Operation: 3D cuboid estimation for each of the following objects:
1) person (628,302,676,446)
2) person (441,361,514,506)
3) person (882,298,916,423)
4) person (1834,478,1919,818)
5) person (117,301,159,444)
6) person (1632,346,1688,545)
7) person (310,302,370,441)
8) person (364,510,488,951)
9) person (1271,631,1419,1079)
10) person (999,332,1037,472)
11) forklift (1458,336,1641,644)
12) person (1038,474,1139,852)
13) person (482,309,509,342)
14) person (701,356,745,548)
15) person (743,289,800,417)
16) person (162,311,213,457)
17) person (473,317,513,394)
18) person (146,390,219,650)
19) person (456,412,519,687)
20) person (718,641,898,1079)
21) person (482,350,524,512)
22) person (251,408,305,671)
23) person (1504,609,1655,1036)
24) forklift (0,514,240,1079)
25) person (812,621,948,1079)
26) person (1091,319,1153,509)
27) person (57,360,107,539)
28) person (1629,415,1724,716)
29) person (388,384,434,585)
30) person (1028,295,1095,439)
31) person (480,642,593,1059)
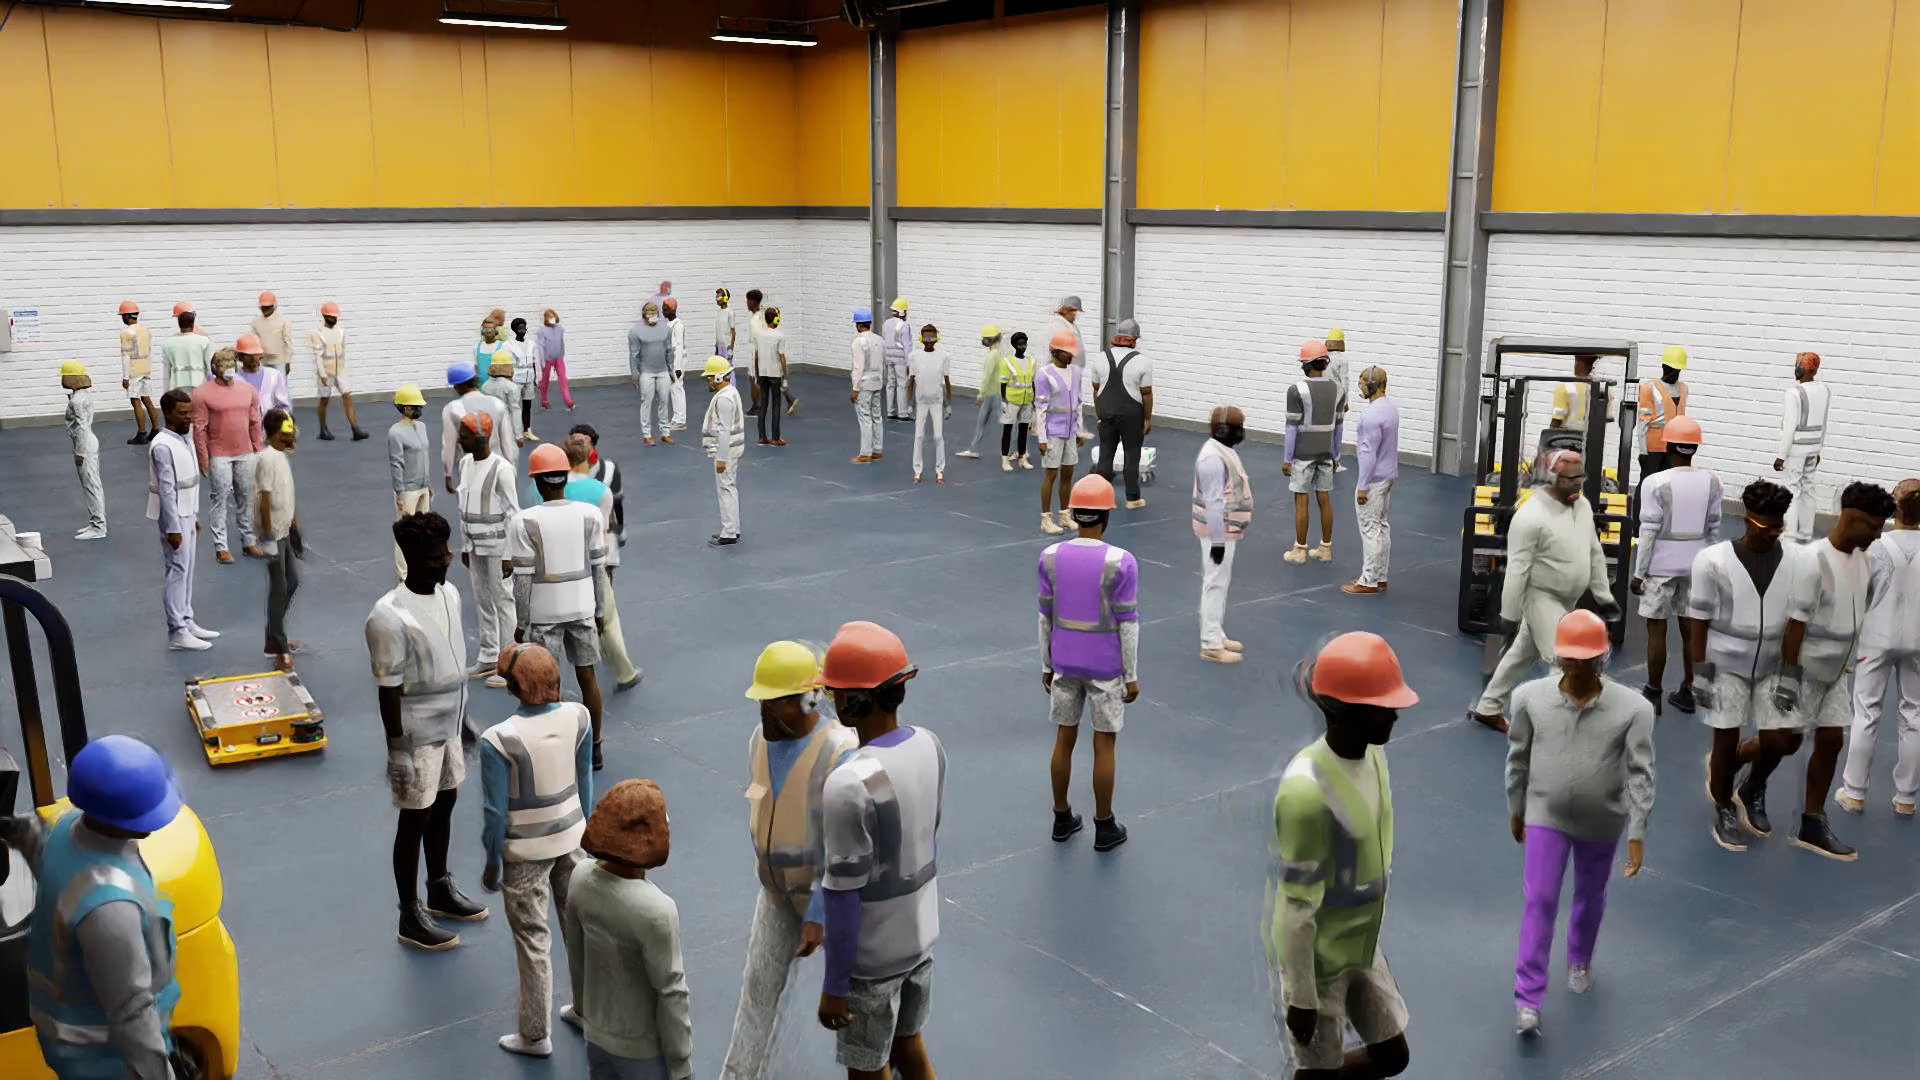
[{"bbox_3d":[-4.110,-2.219,22.238,0.641,1.927,0.385,-8,14,-35],"label":"person"},{"bbox_3d":[-4.162,-0.615,14.560,0.752,1.912,0.687,11,16,43],"label":"person"},{"bbox_3d":[-0.892,-2.643,24.508,0.404,1.829,0.600,-9,15,-38],"label":"person"},{"bbox_3d":[5.000,0.581,8.906,0.507,1.846,0.343,4,12,18],"label":"person"},{"bbox_3d":[-11.105,-2.253,22.412,0.395,1.925,0.543,2,12,8],"label":"person"},{"bbox_3d":[6.681,-0.886,15.811,0.584,1.918,0.381,-5,13,-25],"label":"person"},{"bbox_3d":[-8.452,-2.265,22.529,0.939,1.893,0.550,9,14,36],"label":"person"},{"bbox_3d":[-2.376,0.826,7.431,0.365,1.962,0.612,3,12,12],"label":"person"},{"bbox_3d":[1.166,1.264,5.153,0.448,2.031,0.622,8,14,35],"label":"person"},{"bbox_3d":[0.709,-1.678,20.170,0.535,1.697,0.321,-7,13,-29],"label":"person"},{"bbox_3d":[4.683,-0.471,13.136,1.214,2.155,2.313,4,12,20],"label":"forklift"},{"bbox_3d":[0.662,0.624,8.502,0.546,1.929,0.391,6,13,29],"label":"person"},{"bbox_3d":[-7.160,-2.765,25.679,0.586,1.602,0.353,8,14,35],"label":"person"},{"bbox_3d":[-2.256,-0.844,15.863,0.403,1.817,0.601,-1,12,-4],"label":"person"},{"bbox_3d":[-2.875,-2.800,25.006,0.833,1.944,0.625,3,12,13],"label":"person"},{"bbox_3d":[-9.510,-1.868,20.615,0.760,1.896,0.530,0,12,-2],"label":"person"},{"bbox_3d":[-5.745,-1.808,20.439,0.513,1.846,0.334,3,12,13],"label":"person"},{"bbox_3d":[-5.774,-0.154,12.281,0.395,1.917,0.590,-3,12,-12],"label":"person"},{"bbox_3d":[-3.212,0.061,11.324,0.577,1.881,0.349,10,16,41],"label":"person"},{"bbox_3d":[-0.544,1.224,5.976,0.589,1.779,0.959,9,15,38],"label":"person"},{"bbox_3d":[-4.750,-1.113,17.358,0.494,1.735,0.328,7,14,30],"label":"person"},{"bbox_3d":[-4.846,-0.008,11.805,0.342,1.832,0.651,-2,12,-8],"label":"person"},{"bbox_3d":[2.470,1.111,6.682,0.562,1.703,0.930,5,13,21],"label":"person"},{"bbox_3d":[-3.687,1.115,5.480,2.313,2.155,1.214,-9,15,-36],"label":"forklift"},{"bbox_3d":[-0.271,1.250,5.227,0.405,2.035,0.602,5,13,24],"label":"person"},{"bbox_3d":[1.765,-1.366,17.833,0.687,2.000,0.537,6,13,28],"label":"person"},{"bbox_3d":[-8.566,-0.883,16.222,0.294,1.744,0.491,-5,13,-21],"label":"person"},{"bbox_3d":[4.574,0.164,10.697,0.551,1.934,0.373,-2,12,-8],"label":"person"},{"bbox_3d":[-4.578,-0.426,13.961,0.315,1.767,0.535,2,12,11],"label":"person"},{"bbox_3d":[1.367,-2.413,22.890,0.981,2.000,0.694,6,13,27],"label":"person"},{"bbox_3d":[-1.621,1.194,6.451,0.309,1.637,0.518,9,14,36],"label":"person"}]
